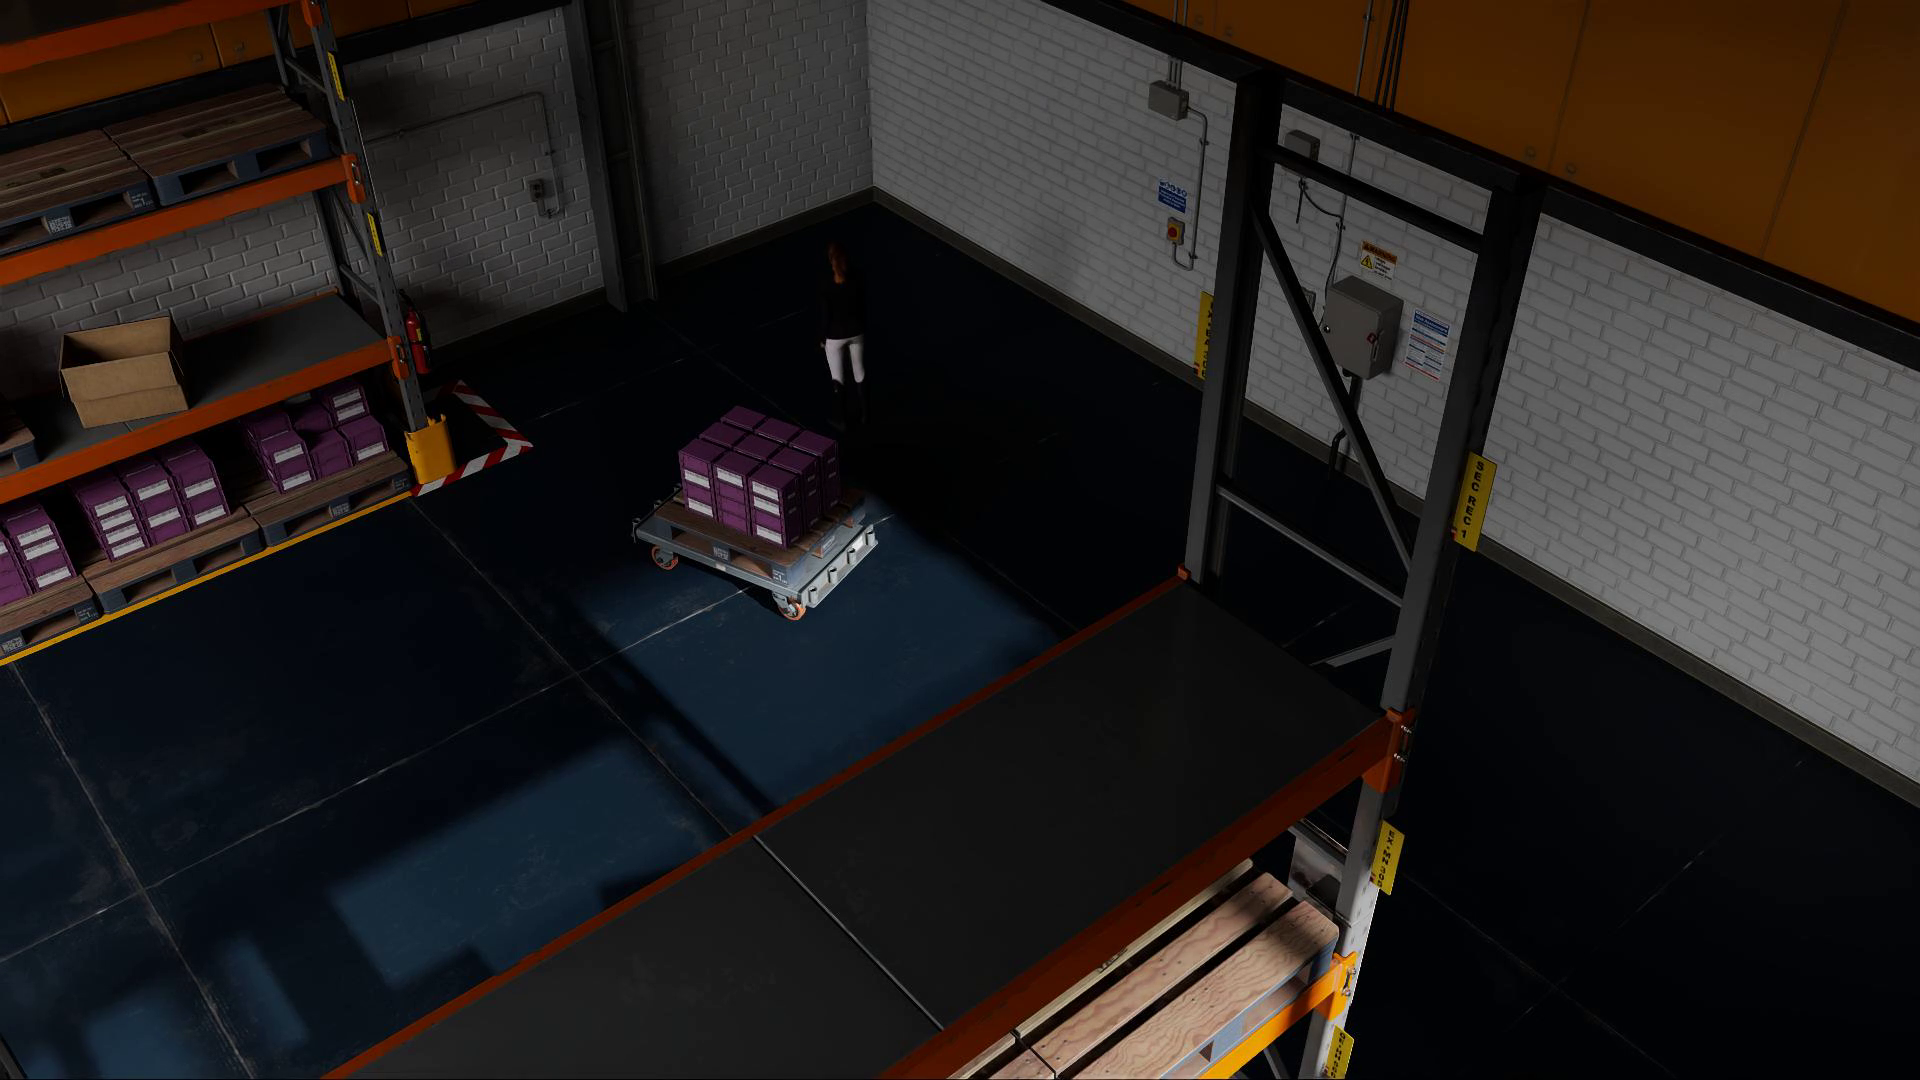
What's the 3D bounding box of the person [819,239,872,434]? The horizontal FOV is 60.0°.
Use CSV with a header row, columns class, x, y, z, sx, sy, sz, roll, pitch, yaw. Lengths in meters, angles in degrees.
class,x,y,z,sx,sy,sz,roll,pitch,yaw
person,-0.941,-1.659,13.519,0.534,1.729,0.678,-19,42,-22
